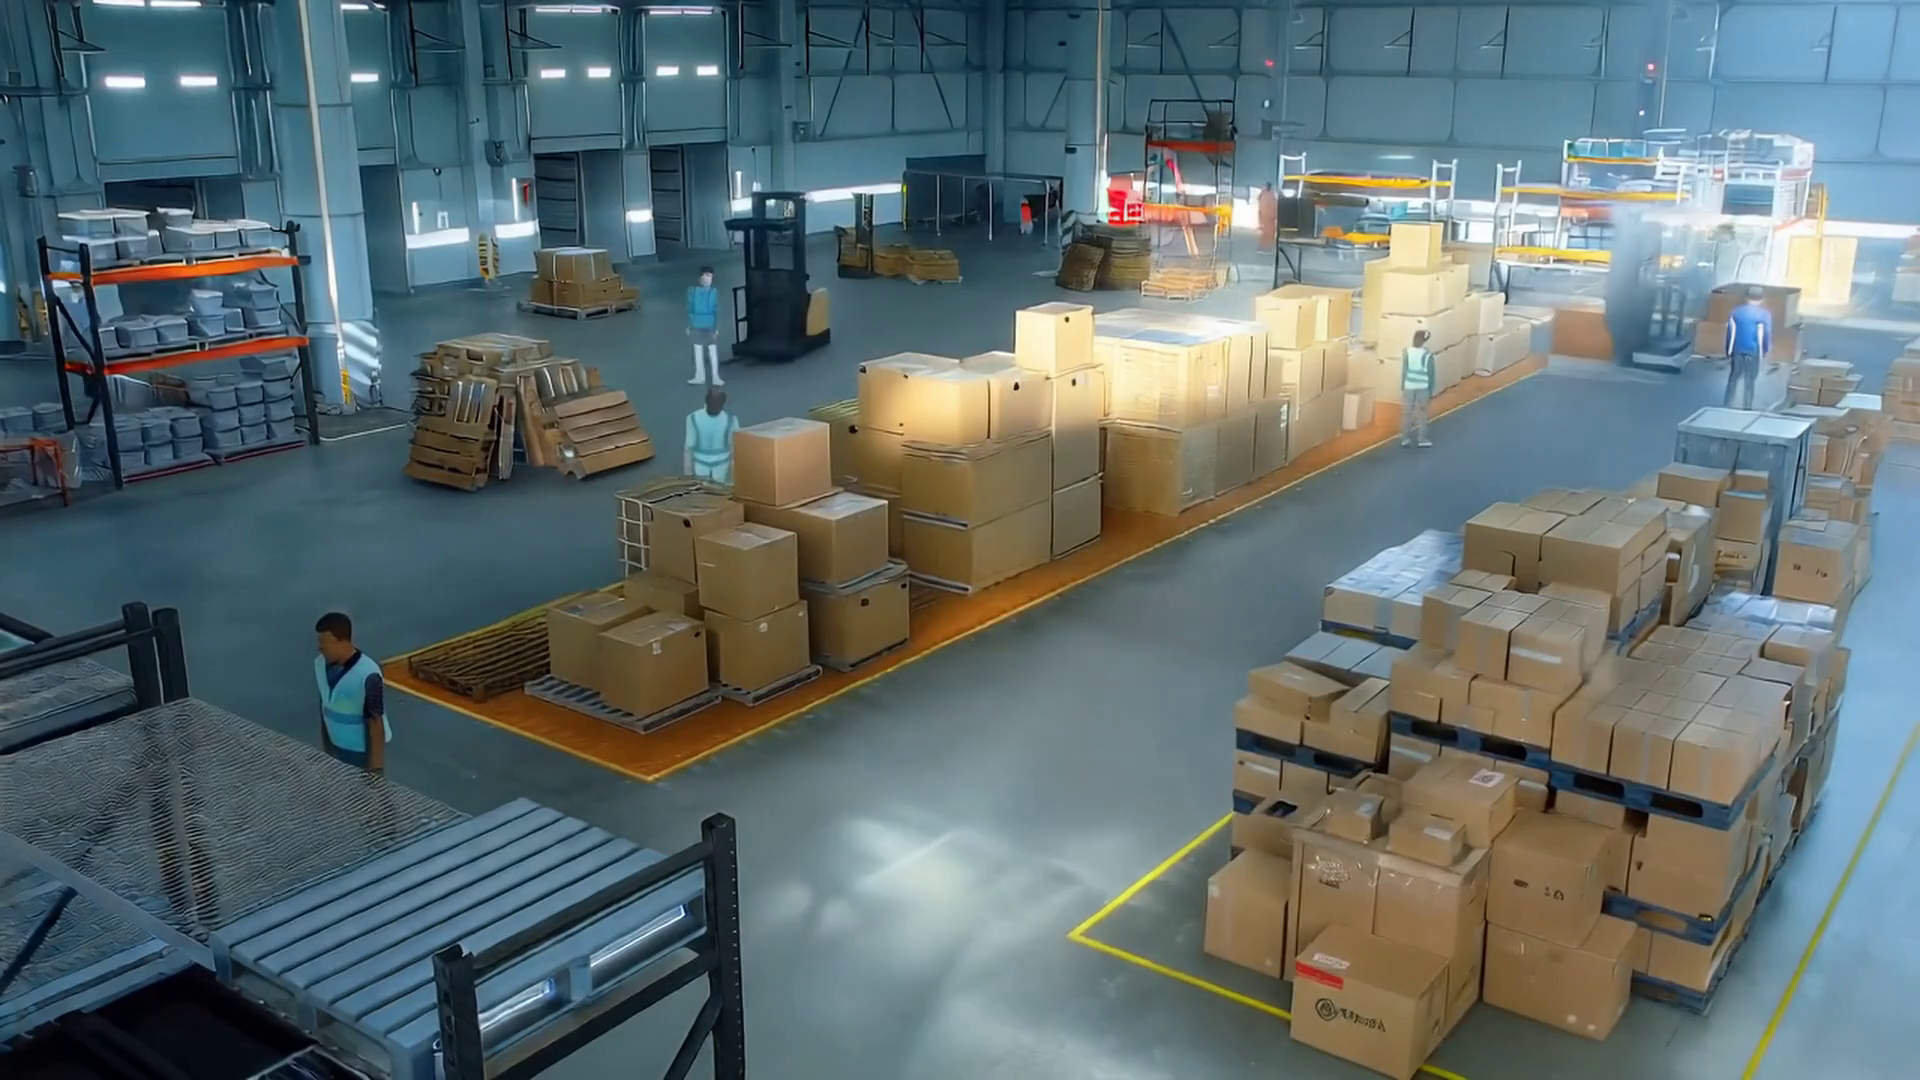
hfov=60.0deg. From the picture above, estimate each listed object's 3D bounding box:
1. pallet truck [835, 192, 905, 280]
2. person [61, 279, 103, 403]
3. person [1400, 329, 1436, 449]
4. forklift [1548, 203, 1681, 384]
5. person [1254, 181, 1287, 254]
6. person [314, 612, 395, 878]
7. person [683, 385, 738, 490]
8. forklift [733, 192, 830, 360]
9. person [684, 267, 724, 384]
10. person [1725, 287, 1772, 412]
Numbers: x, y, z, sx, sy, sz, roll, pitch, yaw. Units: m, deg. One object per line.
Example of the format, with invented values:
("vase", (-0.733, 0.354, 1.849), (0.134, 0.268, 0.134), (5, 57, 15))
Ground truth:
("pallet truck", (-1.936, -7.159, 38.982), (1.885, 1.965, 0.823), (-12, 21, -34))
("person", (-13.507, -3.092, 25.681), (0.556, 1.913, 0.639), (-7, 18, -23))
("person", (6.257, -2.070, 22.748), (0.314, 1.636, 0.516), (-13, 21, -38))
("forklift", (10.914, -4.121, 27.419), (1.873, 2.768, 1.129), (12, 21, 35))
("person", (8.089, -8.379, 43.240), (1.010, 1.889, 0.632), (-5, 18, -16))
("person", (-3.960, 1.366, 10.912), (0.591, 1.910, 0.406), (11, 20, 32))
("person", (-2.716, -0.803, 18.199), (0.612, 1.851, 0.577), (-2, 17, -7))
("forklift", (-3.157, -4.737, 29.458), (1.129, 2.768, 1.873), (6, 18, 19))
("person", (-4.141, -3.473, 26.963), (0.648, 1.894, 0.396), (3, 17, 11))
("person", (11.594, -2.758, 24.513), (0.370, 1.939, 0.631), (-15, 22, -41))
